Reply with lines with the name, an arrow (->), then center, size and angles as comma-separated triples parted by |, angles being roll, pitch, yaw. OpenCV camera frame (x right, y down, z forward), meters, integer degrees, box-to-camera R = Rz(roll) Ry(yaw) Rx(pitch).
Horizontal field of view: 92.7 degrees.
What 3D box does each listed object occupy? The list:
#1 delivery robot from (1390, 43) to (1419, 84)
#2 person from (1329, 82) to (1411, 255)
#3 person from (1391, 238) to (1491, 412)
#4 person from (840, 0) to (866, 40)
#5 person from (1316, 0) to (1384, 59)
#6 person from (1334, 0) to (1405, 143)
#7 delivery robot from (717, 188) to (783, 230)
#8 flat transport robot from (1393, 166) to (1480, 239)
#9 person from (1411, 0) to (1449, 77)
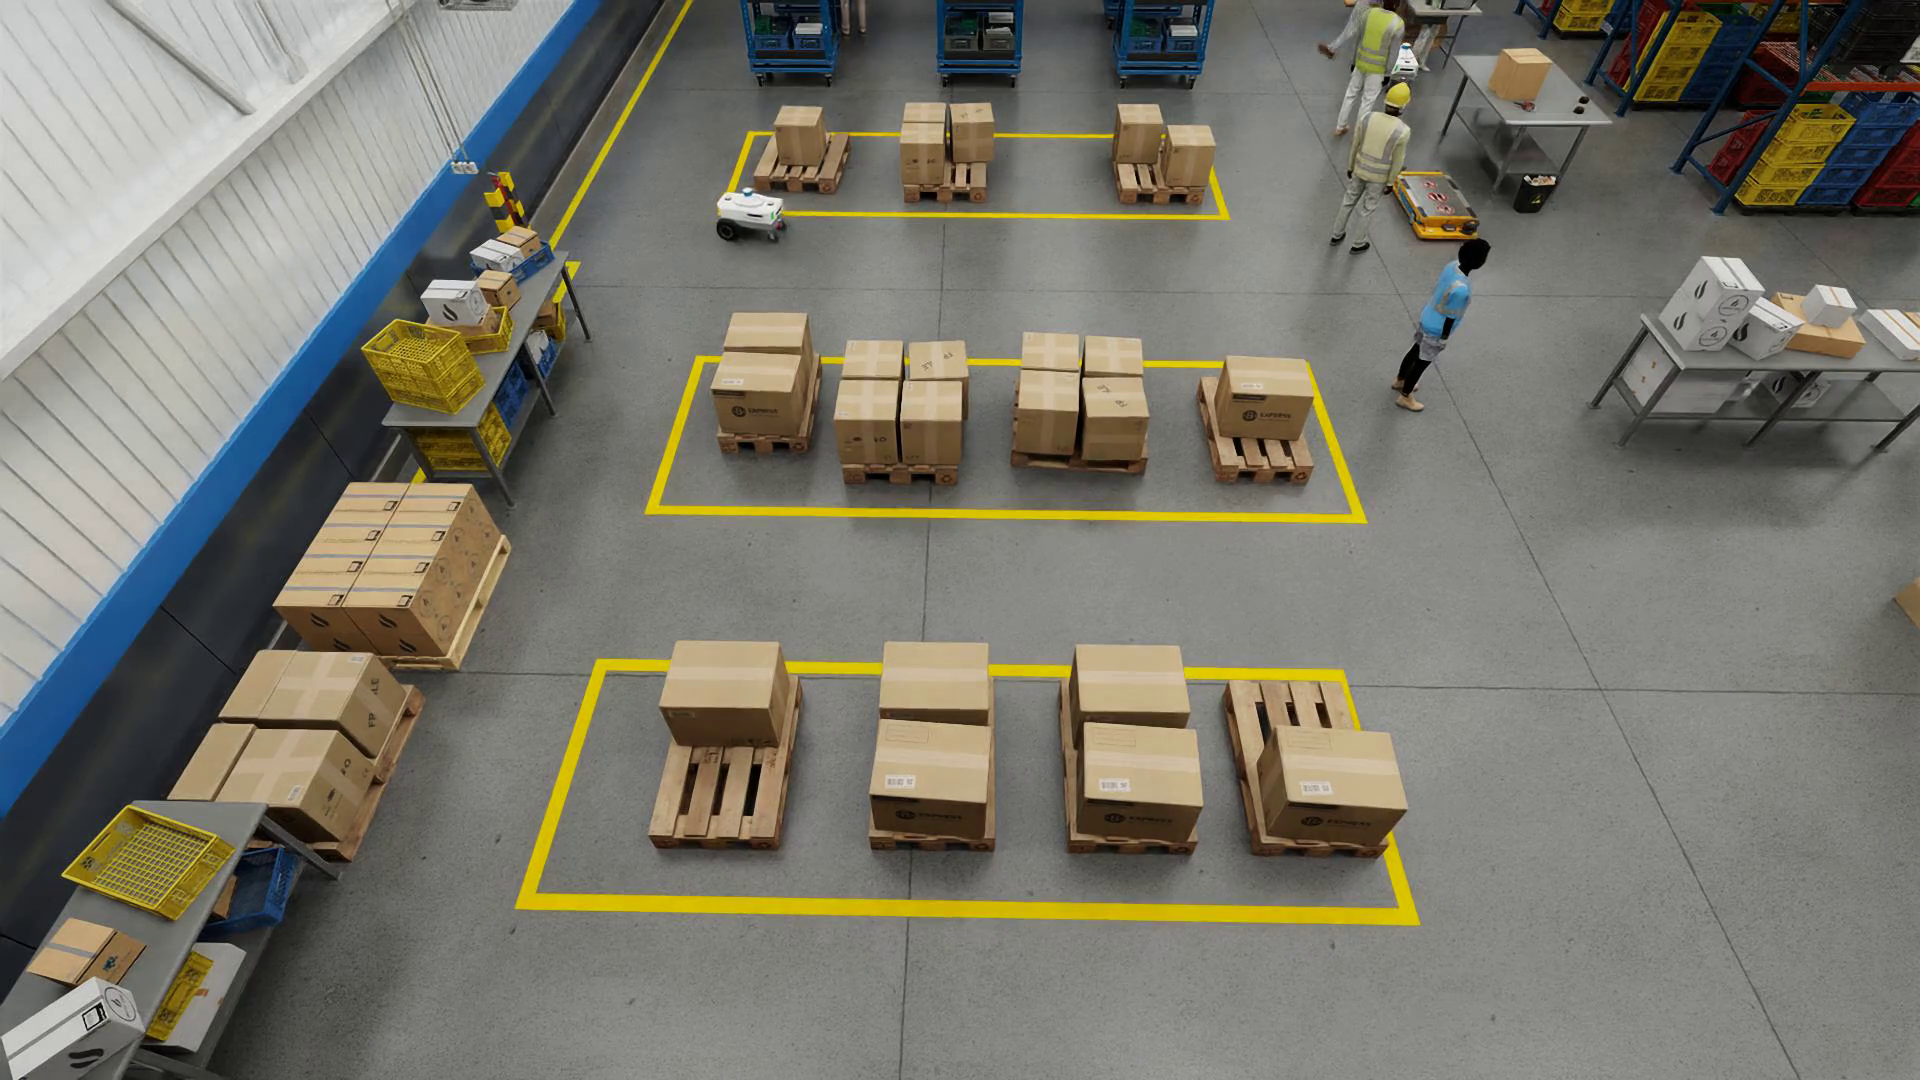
delivery robot -> 6.375, -6.918, 13.257 | 0.477, 0.478, 0.707 | 4, 49, 3
person -> 4.490, -4.013, 9.960 | 0.404, 1.837, 0.593 | -34, 57, -26
person -> 4.314, -1.936, 8.254 | 0.317, 1.696, 0.537 | 8, 50, 7
person -> -1.669, -8.734, 13.957 | 0.625, 1.980, 0.411 | -18, 52, -15
person -> 5.939, -7.985, 13.360 | 0.956, 1.892, 0.635 | 29, 55, 23
person -> 5.274, -6.060, 11.728 | 0.429, 1.846, 0.625 | -30, 55, -23
delivery robot -> -2.411, -3.813, 10.570 | 0.707, 0.478, 0.477 | 10, 50, 8
flat transport robot -> 5.692, -4.094, 11.059 | 0.652, 0.197, 1.431 | 1, 49, 1
person -> 6.870, -7.554, 13.162 | 0.517, 1.630, 0.322 | -31, 56, -24
